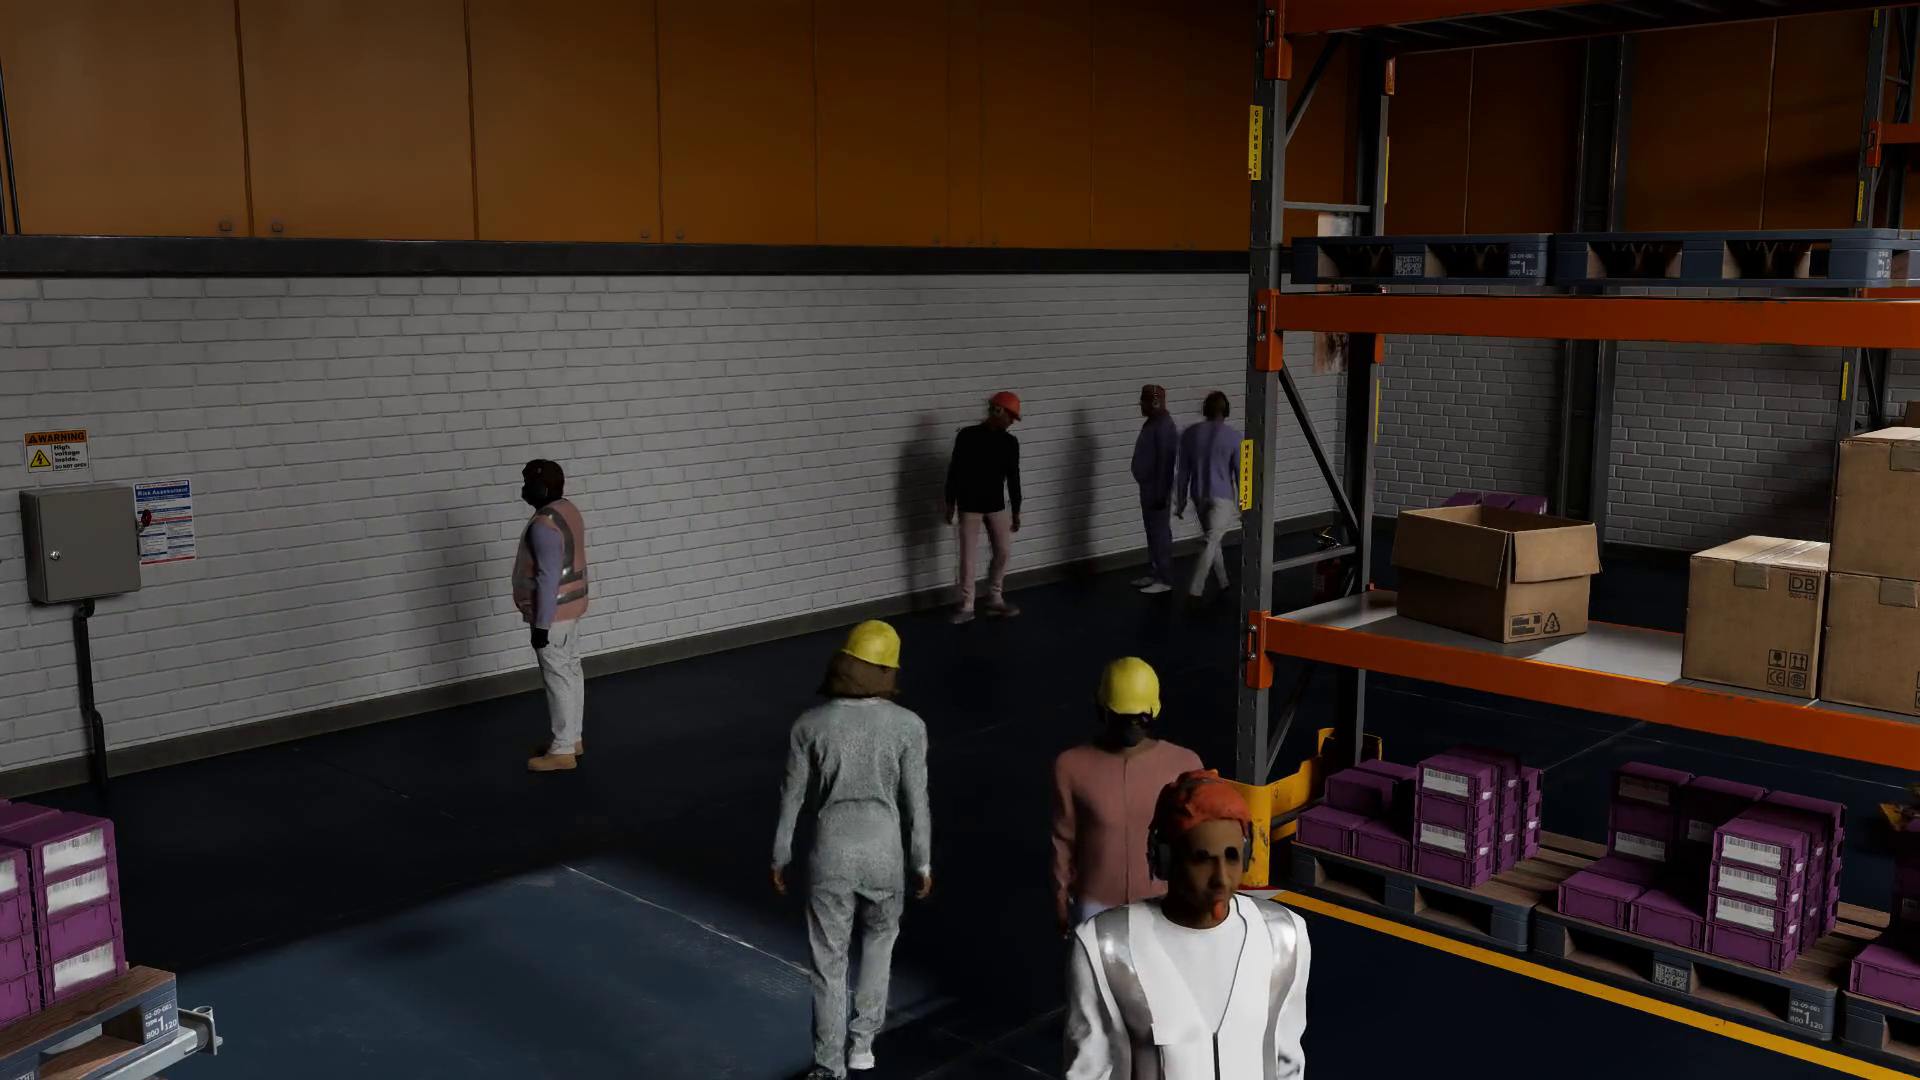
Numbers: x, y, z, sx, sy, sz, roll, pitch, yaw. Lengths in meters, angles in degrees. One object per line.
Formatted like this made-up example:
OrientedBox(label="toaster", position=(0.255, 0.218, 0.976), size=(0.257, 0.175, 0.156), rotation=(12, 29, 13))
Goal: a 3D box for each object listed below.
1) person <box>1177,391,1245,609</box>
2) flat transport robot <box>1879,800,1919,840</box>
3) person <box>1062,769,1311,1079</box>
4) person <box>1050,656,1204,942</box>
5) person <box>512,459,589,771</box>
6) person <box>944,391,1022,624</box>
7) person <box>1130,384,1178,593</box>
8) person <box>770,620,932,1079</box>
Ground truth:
OrientedBox(label="person", position=(2.213, -0.360, 14.584), size=(0.642, 1.893, 1.034), rotation=(7, 12, 37))
OrientedBox(label="flat transport robot", position=(5.490, 1.462, 8.362), size=(1.431, 0.197, 0.652), rotation=(3, 10, 19))
OrientedBox(label="person", position=(0.499, 1.427, 3.650), size=(0.576, 1.882, 0.355), rotation=(-3, 10, -16))
OrientedBox(label="person", position=(0.564, 1.201, 5.596), size=(0.527, 1.716, 0.938), rotation=(0, 9, 0))
OrientedBox(label="person", position=(-2.421, 0.438, 9.837), size=(0.430, 1.844, 0.624), rotation=(0, 9, 0))
OrientedBox(label="person", position=(0.179, -0.265, 13.874), size=(0.709, 1.944, 0.379), rotation=(-4, 10, -24))
OrientedBox(label="person", position=(1.760, -0.469, 15.200), size=(0.403, 1.905, 0.652), rotation=(-1, 9, -5))
OrientedBox(label="person", position=(-0.388, 1.142, 5.909), size=(0.580, 1.700, 0.487), rotation=(-1, 9, -4))
